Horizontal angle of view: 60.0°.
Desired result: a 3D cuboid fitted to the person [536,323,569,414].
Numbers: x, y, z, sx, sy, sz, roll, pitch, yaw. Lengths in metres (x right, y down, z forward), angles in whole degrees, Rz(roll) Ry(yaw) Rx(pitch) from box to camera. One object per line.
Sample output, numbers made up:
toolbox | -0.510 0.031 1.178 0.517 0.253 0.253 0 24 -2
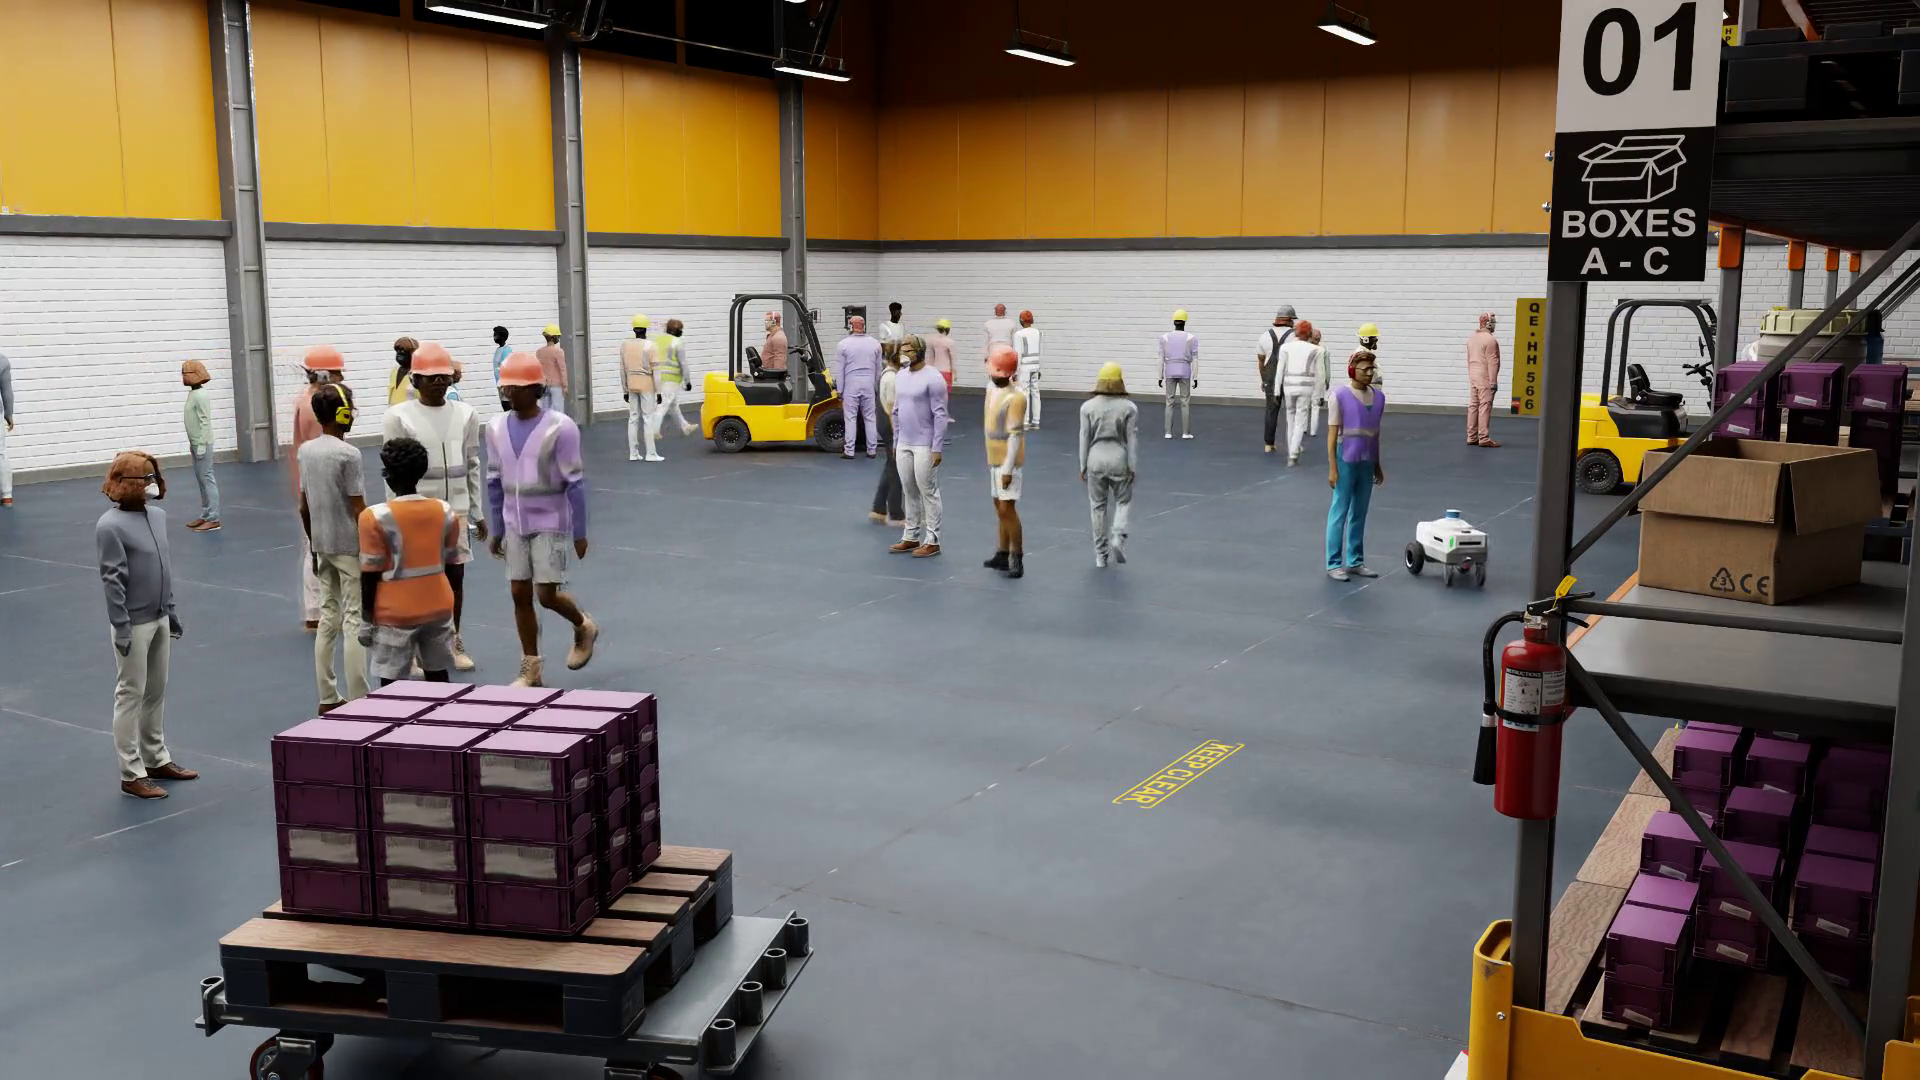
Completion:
person | -5.621 -2.102 22.993 0.523 1.769 0.321 5 11 31

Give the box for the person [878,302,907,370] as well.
person | -1.173 -3.246 29.568 0.599 1.958 0.381 -7 11 -36

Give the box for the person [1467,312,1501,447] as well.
person | 7.448 -2.267 23.590 0.407 1.908 0.641 -2 9 -14

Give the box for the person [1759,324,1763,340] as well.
person | 11.883 -2.373 24.479 0.404 1.830 0.599 4 10 22

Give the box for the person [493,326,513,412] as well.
person | -6.738 -2.324 24.626 0.321 1.691 0.537 -6 11 -31

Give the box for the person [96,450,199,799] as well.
person | -3.851 0.390 7.856 0.282 1.633 0.500 0 9 3

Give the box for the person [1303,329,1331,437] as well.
person | 5.354 -2.389 25.267 0.541 1.608 0.754 2 9 12

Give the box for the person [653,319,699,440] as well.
person | -4.265 -2.376 24.662 0.641 1.777 1.000 8 12 41

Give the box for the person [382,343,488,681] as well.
person | -3.185 -0.170 10.150 0.622 2.045 0.517 -8 12 -41

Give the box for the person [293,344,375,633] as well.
person | -4.217 -0.346 11.391 0.685 1.974 0.623 -7 11 -36

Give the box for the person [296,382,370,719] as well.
person | -3.370 0.074 9.095 0.515 1.871 0.324 5 10 29

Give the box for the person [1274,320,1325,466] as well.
person | 4.408 -1.896 21.427 0.613 1.849 0.874 4 10 25

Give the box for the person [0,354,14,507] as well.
person | -10.221 -1.285 17.365 0.632 1.936 0.359 -9 13 -43

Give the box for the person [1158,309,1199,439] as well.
person | 3.236 -2.449 24.661 0.595 1.925 0.375 2 9 14

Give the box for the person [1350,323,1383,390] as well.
person | 5.158 -1.837 21.135 0.404 1.833 0.588 2 9 13

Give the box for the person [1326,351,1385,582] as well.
person | 3.165 -0.601 13.374 0.566 1.844 0.381 -6 11 -32

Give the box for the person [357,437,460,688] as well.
person | -2.589 0.361 7.861 0.320 1.694 0.538 6 11 35

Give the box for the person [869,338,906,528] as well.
person | -0.641 -1.034 16.117 0.383 1.849 0.528 -1 9 -8

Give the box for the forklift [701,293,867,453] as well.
forklift | -2.458 -2.344 23.176 2.313 2.155 1.214 0 9 -2

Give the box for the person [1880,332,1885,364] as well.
person | 13.201 -2.422 24.458 0.635 1.939 0.366 2 9 14

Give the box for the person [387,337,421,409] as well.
person | -5.410 -1.087 16.438 0.642 1.839 0.428 7 12 39

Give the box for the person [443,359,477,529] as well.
person | -4.873 -0.915 15.978 0.307 1.642 0.514 -5 10 -30

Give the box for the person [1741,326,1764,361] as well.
person | 10.420 -1.901 21.525 0.624 1.838 0.430 3 10 19

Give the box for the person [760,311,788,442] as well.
person | -2.723 -2.387 24.338 0.408 1.909 0.638 -1 9 -9

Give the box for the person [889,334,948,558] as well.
person | -0.367 -0.818 14.441 0.354 1.937 0.635 -8 12 -41

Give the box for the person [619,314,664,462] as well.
person | -4.148 -1.977 21.710 0.594 1.927 0.367 4 10 22

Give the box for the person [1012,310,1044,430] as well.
person | 1.062 -2.665 26.135 0.573 1.886 0.353 -8 12 -39

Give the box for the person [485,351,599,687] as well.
person | -2.446 -0.101 9.734 0.606 2.026 0.648 4 10 23

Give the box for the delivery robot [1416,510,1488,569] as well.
delivery robot | 3.947 0.000 13.350 0.477 0.478 0.707 -1 9 -7

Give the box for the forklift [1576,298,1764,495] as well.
forklift | 7.954 -1.589 18.462 2.313 2.155 1.214 5 11 30

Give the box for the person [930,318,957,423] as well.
person | -0.308 -2.751 27.135 0.527 1.743 0.703 8 12 41

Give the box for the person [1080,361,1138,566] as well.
person | 1.238 -0.624 13.895 0.488 1.733 0.400 1 9 9

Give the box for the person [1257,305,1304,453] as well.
person | 4.455 -2.217 22.859 0.684 2.000 0.536 6 11 33

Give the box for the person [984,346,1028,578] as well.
person | 0.318 -0.642 13.547 0.375 1.891 0.706 -4 10 -21

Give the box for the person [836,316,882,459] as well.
person | -1.349 -2.016 22.057 0.645 1.899 0.403 -4 10 -24

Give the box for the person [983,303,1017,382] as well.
person | 0.751 -3.407 30.688 0.641 1.913 0.407 1 9 4

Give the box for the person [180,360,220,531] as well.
person | -7.291 -0.903 15.928 0.280 1.633 0.500 -6 11 -34
